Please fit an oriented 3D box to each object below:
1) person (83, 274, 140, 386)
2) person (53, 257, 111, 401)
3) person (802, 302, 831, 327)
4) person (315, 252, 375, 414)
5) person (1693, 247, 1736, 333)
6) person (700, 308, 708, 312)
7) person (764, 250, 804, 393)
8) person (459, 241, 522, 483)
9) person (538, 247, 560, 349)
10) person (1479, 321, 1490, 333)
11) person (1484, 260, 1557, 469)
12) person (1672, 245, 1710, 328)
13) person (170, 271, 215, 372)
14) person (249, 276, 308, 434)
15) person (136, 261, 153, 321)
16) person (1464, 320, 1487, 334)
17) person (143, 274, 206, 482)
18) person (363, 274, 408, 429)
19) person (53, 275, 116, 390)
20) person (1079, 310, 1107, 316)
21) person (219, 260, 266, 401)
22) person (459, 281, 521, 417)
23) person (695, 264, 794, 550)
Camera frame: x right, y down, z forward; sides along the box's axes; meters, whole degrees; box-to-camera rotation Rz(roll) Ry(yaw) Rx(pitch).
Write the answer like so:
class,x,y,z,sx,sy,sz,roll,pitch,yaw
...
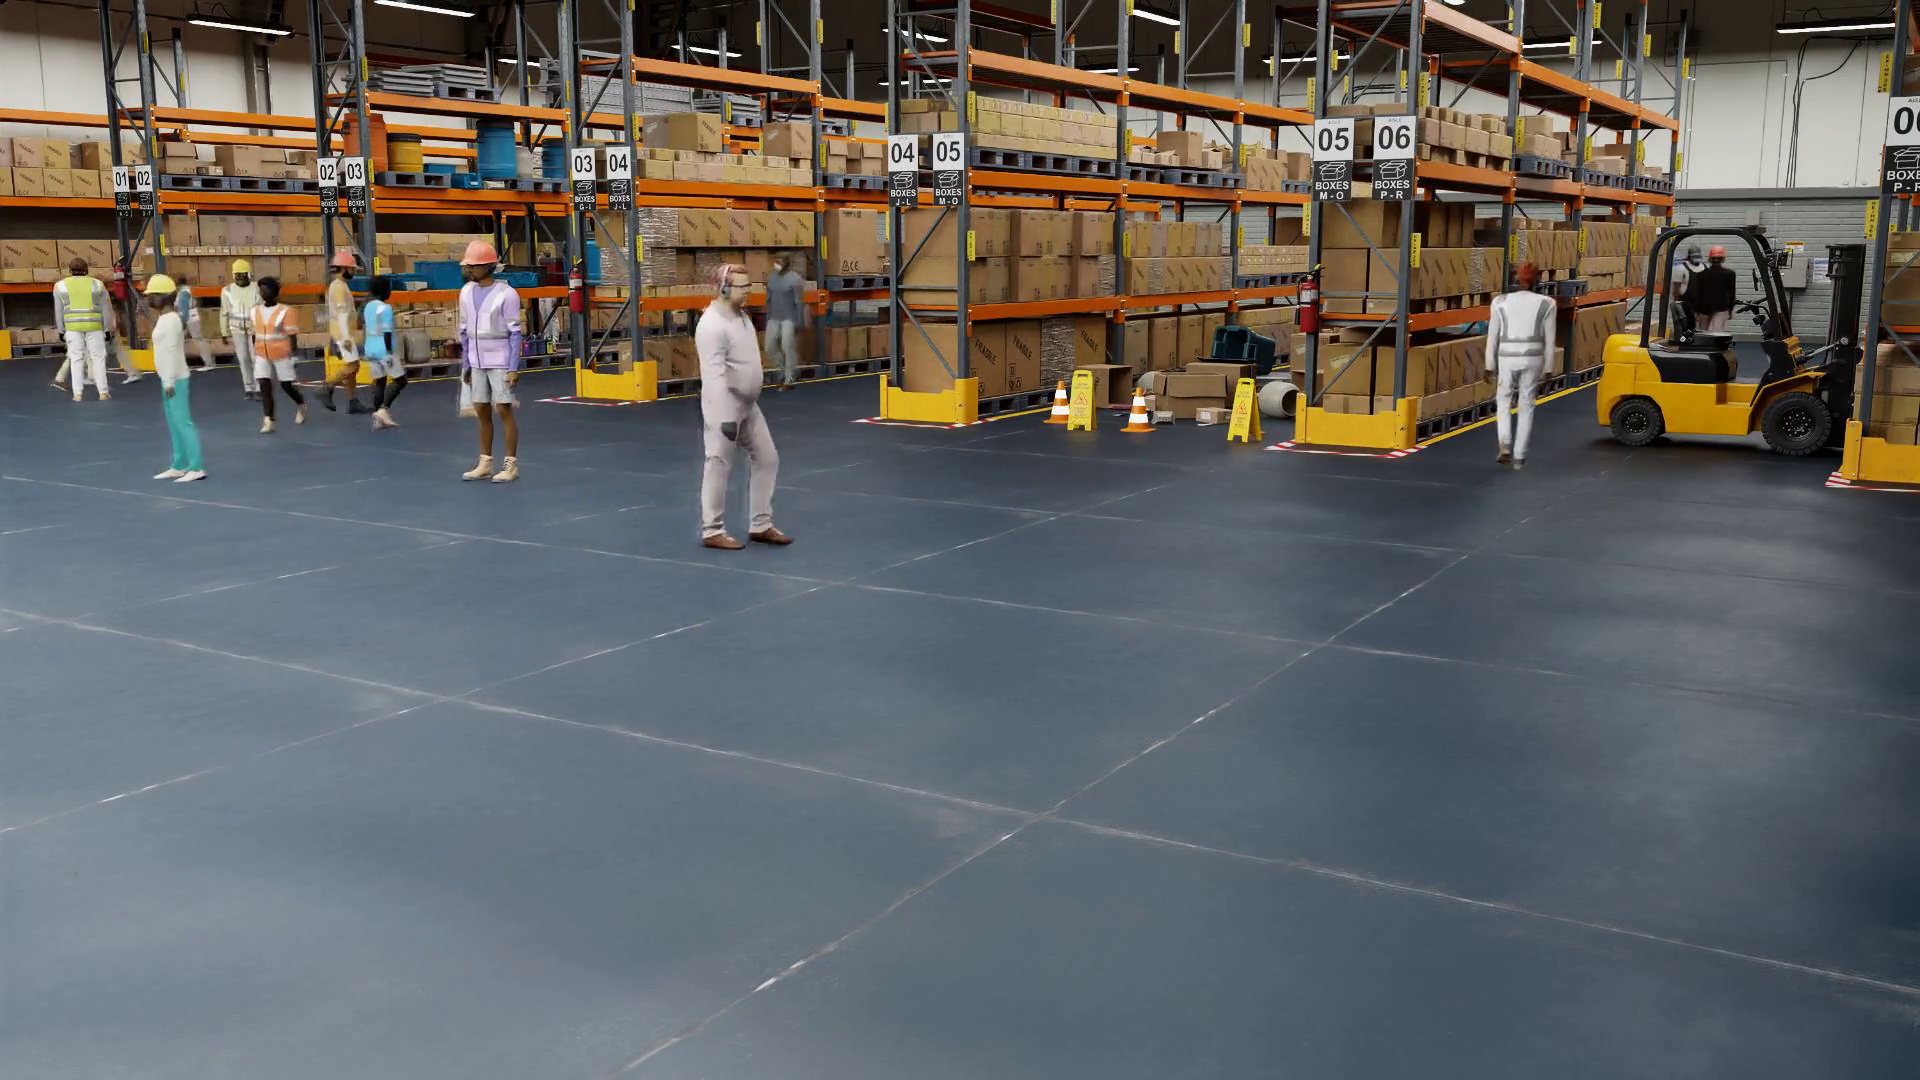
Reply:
class,x,y,z,sx,sy,sz,roll,pitch,yaw
person,-12.202,-2.995,23.739,0.852,1.586,0.526,-6,12,-31
person,-11.284,-2.710,21.431,0.629,1.843,0.429,-5,11,-26
person,-2.516,-4.156,29.396,0.653,1.887,0.670,8,13,38
person,-7.275,-2.426,19.595,0.559,1.924,0.569,-3,11,-17
person,11.938,-3.649,26.357,0.608,1.947,1.014,4,11,23
person,-3.793,-3.495,25.599,0.389,1.921,0.592,-4,11,-21
person,-2.409,-2.956,22.571,0.657,1.925,0.439,6,12,32
person,-3.983,-1.495,14.066,0.609,2.040,0.395,5,11,26
person,-7.931,-4.639,31.955,0.636,1.939,0.362,10,14,43
person,10.834,-4.894,33.485,0.629,1.908,0.822,-7,13,-36
person,5.054,-1.575,14.994,0.602,1.866,0.442,4,11,21
person,13.379,-4.368,30.156,0.745,2.000,0.790,-3,11,-17
person,-12.137,-3.415,26.056,0.816,1.585,0.528,-9,14,-42
person,-7.356,-2.002,17.933,0.539,1.676,0.695,1,10,5
person,-13.623,-3.812,27.920,0.546,1.726,0.864,5,11,24
person,10.085,-4.658,32.494,0.556,1.790,0.930,6,12,30
person,-6.716,-1.372,14.166,0.341,1.775,0.528,-6,12,-29
person,-6.251,-2.028,18.049,0.538,1.688,0.363,9,13,41
person,-12.120,-2.840,22.847,0.832,1.593,0.510,-1,10,-8
person,2.191,-3.865,27.468,0.381,1.994,0.619,-9,14,-41
person,-9.200,-2.690,21.410,0.619,1.802,0.739,-2,10,-13
person,-5.541,-2.353,19.538,0.898,1.800,0.657,-7,12,-35
person,-1.403,-0.855,10.915,0.731,1.879,0.671,3,10,15
